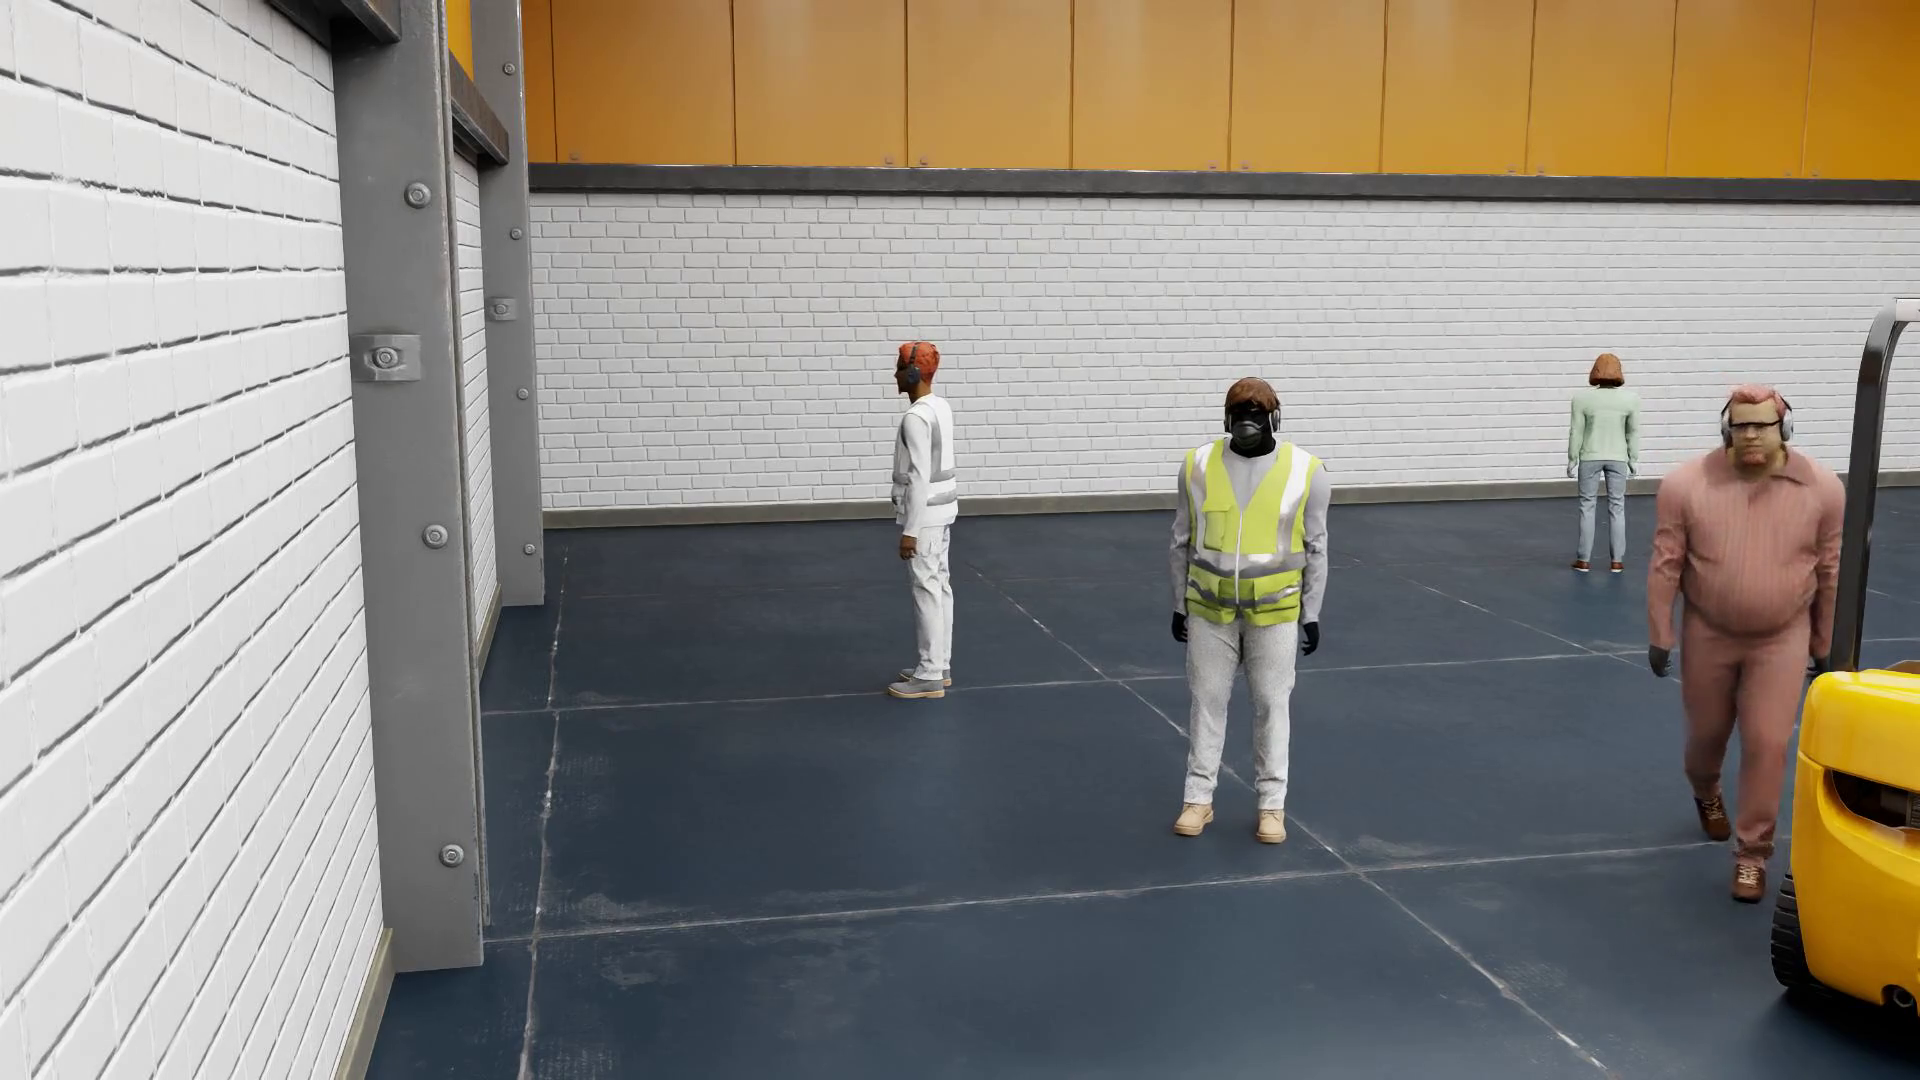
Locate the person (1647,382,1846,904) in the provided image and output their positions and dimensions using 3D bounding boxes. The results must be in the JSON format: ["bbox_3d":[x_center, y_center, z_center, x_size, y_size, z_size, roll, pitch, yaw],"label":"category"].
[{"bbox_3d":[2.919,0.328,6.227,0.657,1.871,0.846,4,10,24],"label":"person"}]

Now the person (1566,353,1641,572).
[{"bbox_3d":[4.787,-0.571,12.396,0.507,1.631,0.268,2,9,11],"label":"person"}]

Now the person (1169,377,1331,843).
[{"bbox_3d":[1.127,0.278,6.588,0.619,1.845,0.430,3,10,18],"label":"person"}]

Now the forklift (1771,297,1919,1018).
[{"bbox_3d":[3.542,0.334,5.177,2.313,2.155,1.214,-9,13,-43],"label":"forklift"}]

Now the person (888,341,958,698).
[{"bbox_3d":[-0.199,-0.104,8.793,0.359,1.883,0.573,2,10,14],"label":"person"}]
